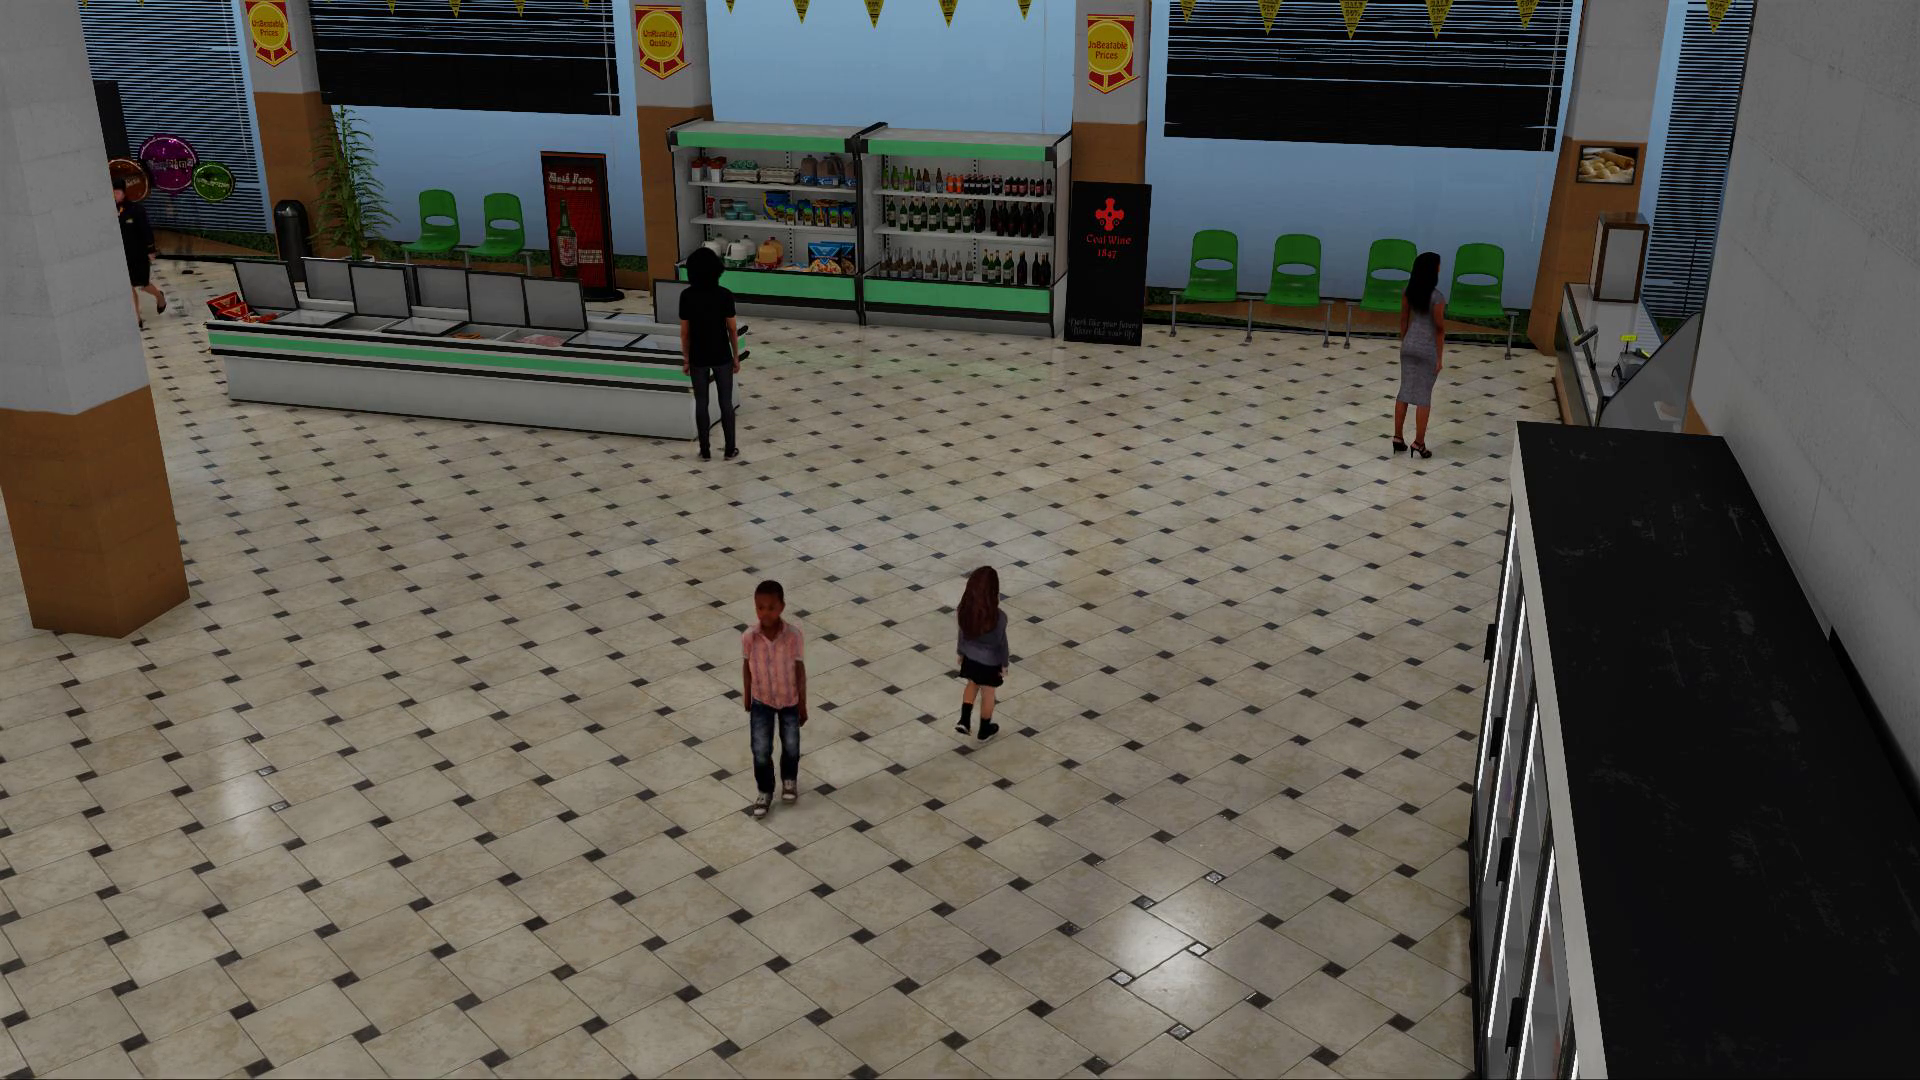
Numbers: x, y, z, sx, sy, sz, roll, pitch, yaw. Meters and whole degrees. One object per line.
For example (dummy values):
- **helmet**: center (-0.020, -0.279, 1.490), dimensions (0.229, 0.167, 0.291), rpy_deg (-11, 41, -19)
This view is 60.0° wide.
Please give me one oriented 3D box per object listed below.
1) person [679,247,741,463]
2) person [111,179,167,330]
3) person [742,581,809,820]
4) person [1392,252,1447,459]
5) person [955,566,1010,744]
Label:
- **person**: center (-2.123, -1.570, 14.109), dimensions (0.595, 1.833, 0.764), rpy_deg (-3, 22, -6)
- **person**: center (-9.047, -3.136, 18.242), dimensions (0.866, 1.657, 0.887), rpy_deg (1, 22, 3)
- **person**: center (-0.973, 0.800, 8.934), dimensions (0.629, 1.294, 0.656), rpy_deg (-1, 22, -3)
- **person**: center (3.921, -1.576, 14.193), dimensions (0.721, 1.781, 0.635), rpy_deg (-16, 27, -35)
- **person**: center (0.096, 0.670, 9.518), dimensions (0.551, 1.099, 0.608), rpy_deg (13, 25, 28)
